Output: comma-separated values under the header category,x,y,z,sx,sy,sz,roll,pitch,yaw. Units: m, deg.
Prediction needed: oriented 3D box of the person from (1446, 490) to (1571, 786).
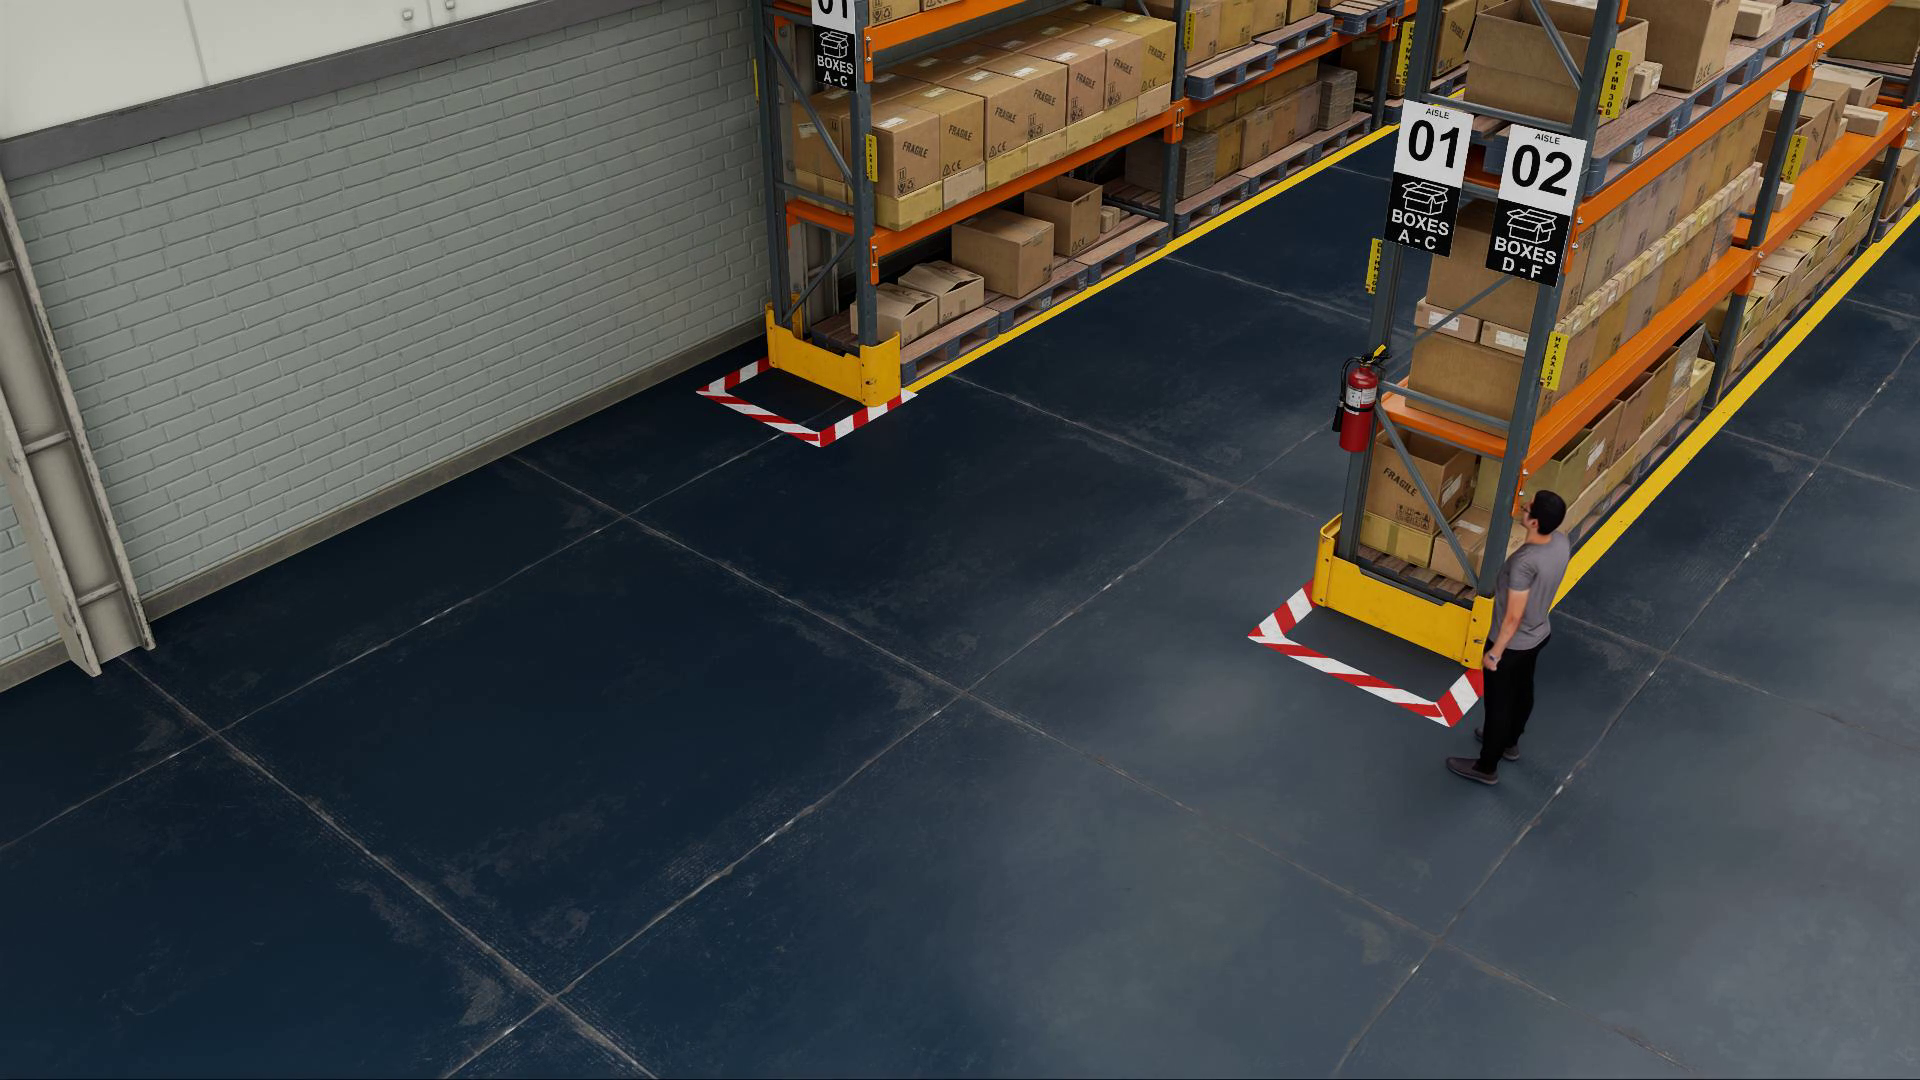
category,x,y,z,sx,sy,sz,roll,pitch,yaw
person,2.911,0.494,8.674,0.674,1.755,0.484,27,41,35
